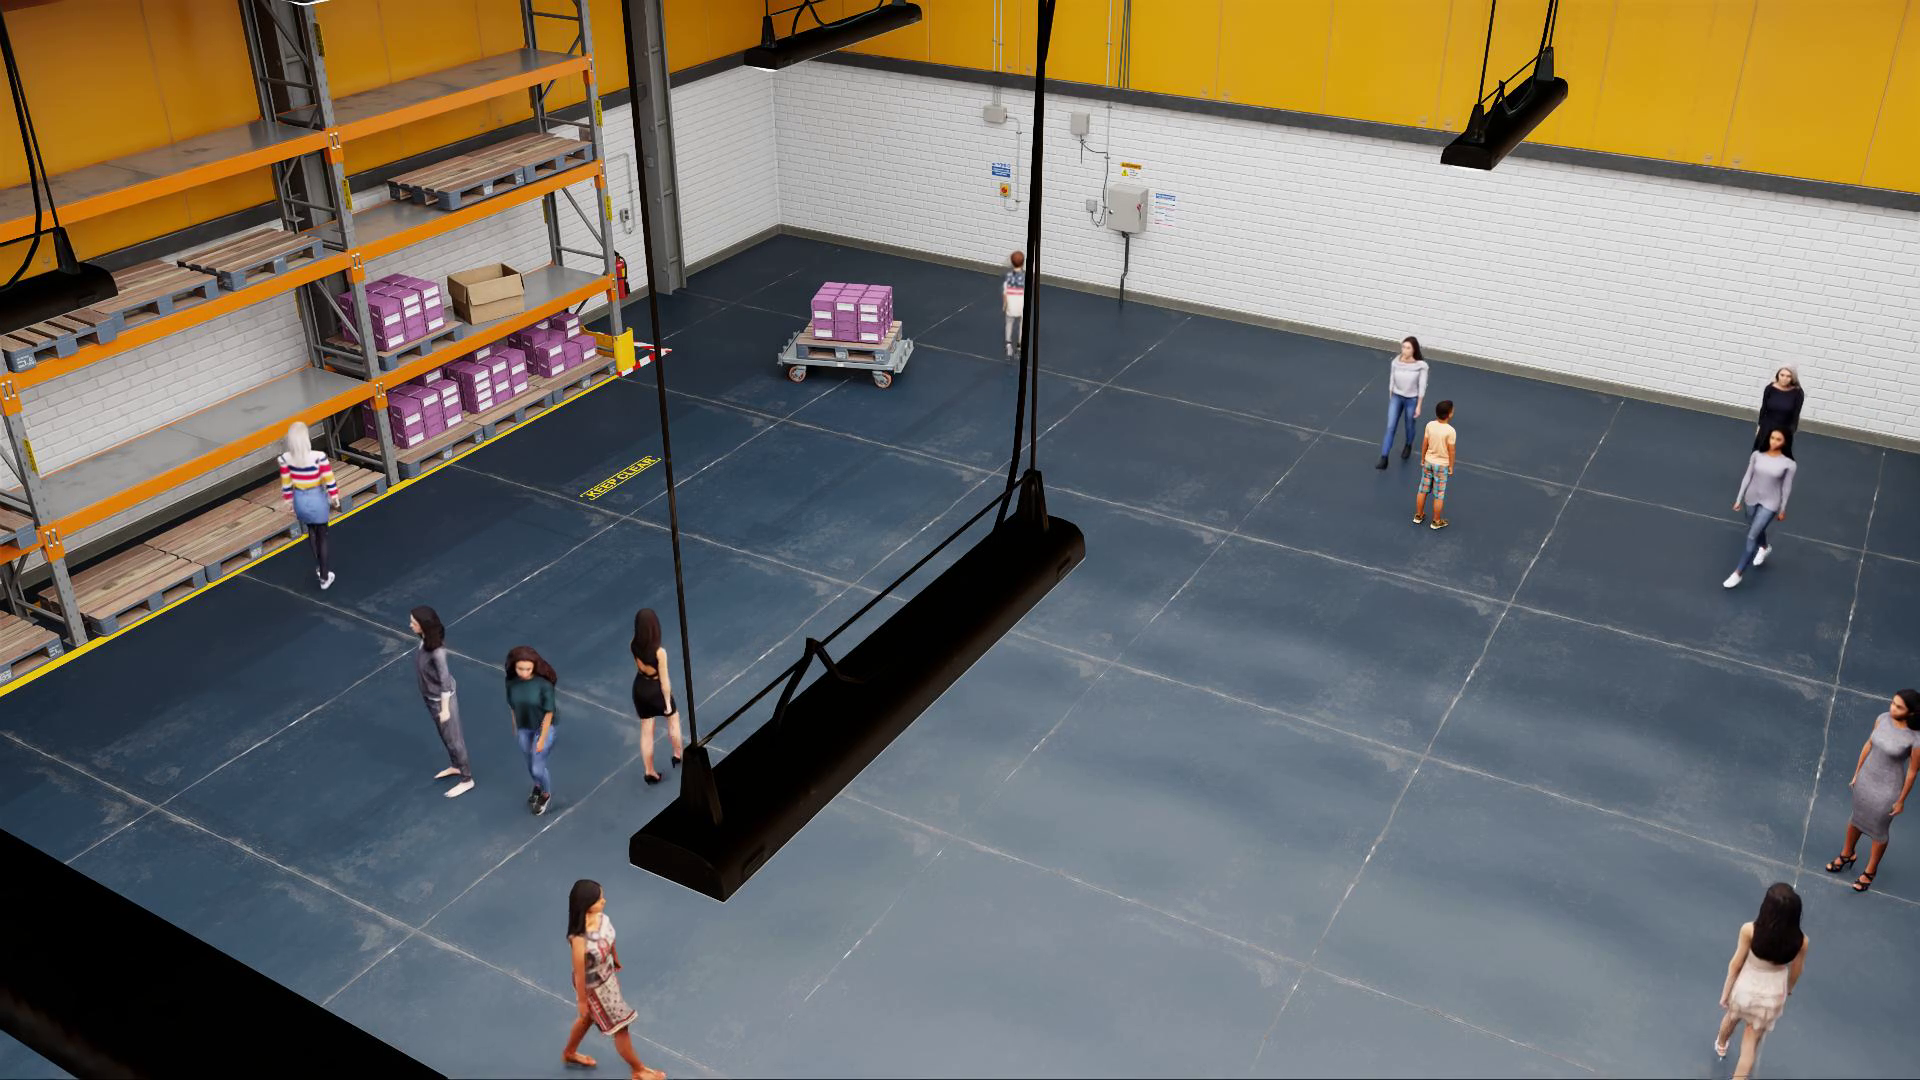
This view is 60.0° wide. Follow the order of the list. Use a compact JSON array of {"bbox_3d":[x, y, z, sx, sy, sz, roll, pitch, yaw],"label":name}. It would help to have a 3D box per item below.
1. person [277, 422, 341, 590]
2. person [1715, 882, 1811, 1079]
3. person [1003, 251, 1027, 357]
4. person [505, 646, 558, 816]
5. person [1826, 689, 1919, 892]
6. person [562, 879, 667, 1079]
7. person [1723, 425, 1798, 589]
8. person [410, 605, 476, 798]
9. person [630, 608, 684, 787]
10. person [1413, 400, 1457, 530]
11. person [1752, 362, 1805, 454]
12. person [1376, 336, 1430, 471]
[{"bbox_3d":[-6.519,-0.314,16.658,0.801,1.791,0.836,-2,29,-3],"label":"person"},{"bbox_3d":[5.101,3.001,10.671,0.633,1.704,0.943,13,31,23],"label":"person"},{"bbox_3d":[0.753,-3.152,22.245,0.717,1.422,0.936,4,29,8],"label":"person"},{"bbox_3d":[-3.403,1.515,13.509,0.675,1.595,0.728,12,31,20],"label":"person"},{"bbox_3d":[7.004,1.885,12.636,0.716,1.780,0.679,-11,31,-20],"label":"person"},{"bbox_3d":[-2.468,2.898,10.952,0.950,1.616,1.008,2,29,3],"label":"person"},{"bbox_3d":[8.188,-0.385,16.883,1.236,1.699,0.920,-20,35,-33],"label":"person"},{"bbox_3d":[-4.277,1.303,13.721,0.678,1.764,0.674,-15,32,-26],"label":"person"},{"bbox_3d":[-2.605,1.354,13.771,0.574,1.627,0.745,13,31,23],"label":"person"},{"bbox_3d":[5.146,-0.828,17.943,0.566,1.461,0.546,23,36,36],"label":"person"},{"bbox_3d":[8.966,-1.149,18.276,0.617,1.707,1.149,14,32,24],"label":"person"},{"bbox_3d":[5.187,-1.601,19.237,0.652,1.581,1.040,17,33,29],"label":"person"}]
